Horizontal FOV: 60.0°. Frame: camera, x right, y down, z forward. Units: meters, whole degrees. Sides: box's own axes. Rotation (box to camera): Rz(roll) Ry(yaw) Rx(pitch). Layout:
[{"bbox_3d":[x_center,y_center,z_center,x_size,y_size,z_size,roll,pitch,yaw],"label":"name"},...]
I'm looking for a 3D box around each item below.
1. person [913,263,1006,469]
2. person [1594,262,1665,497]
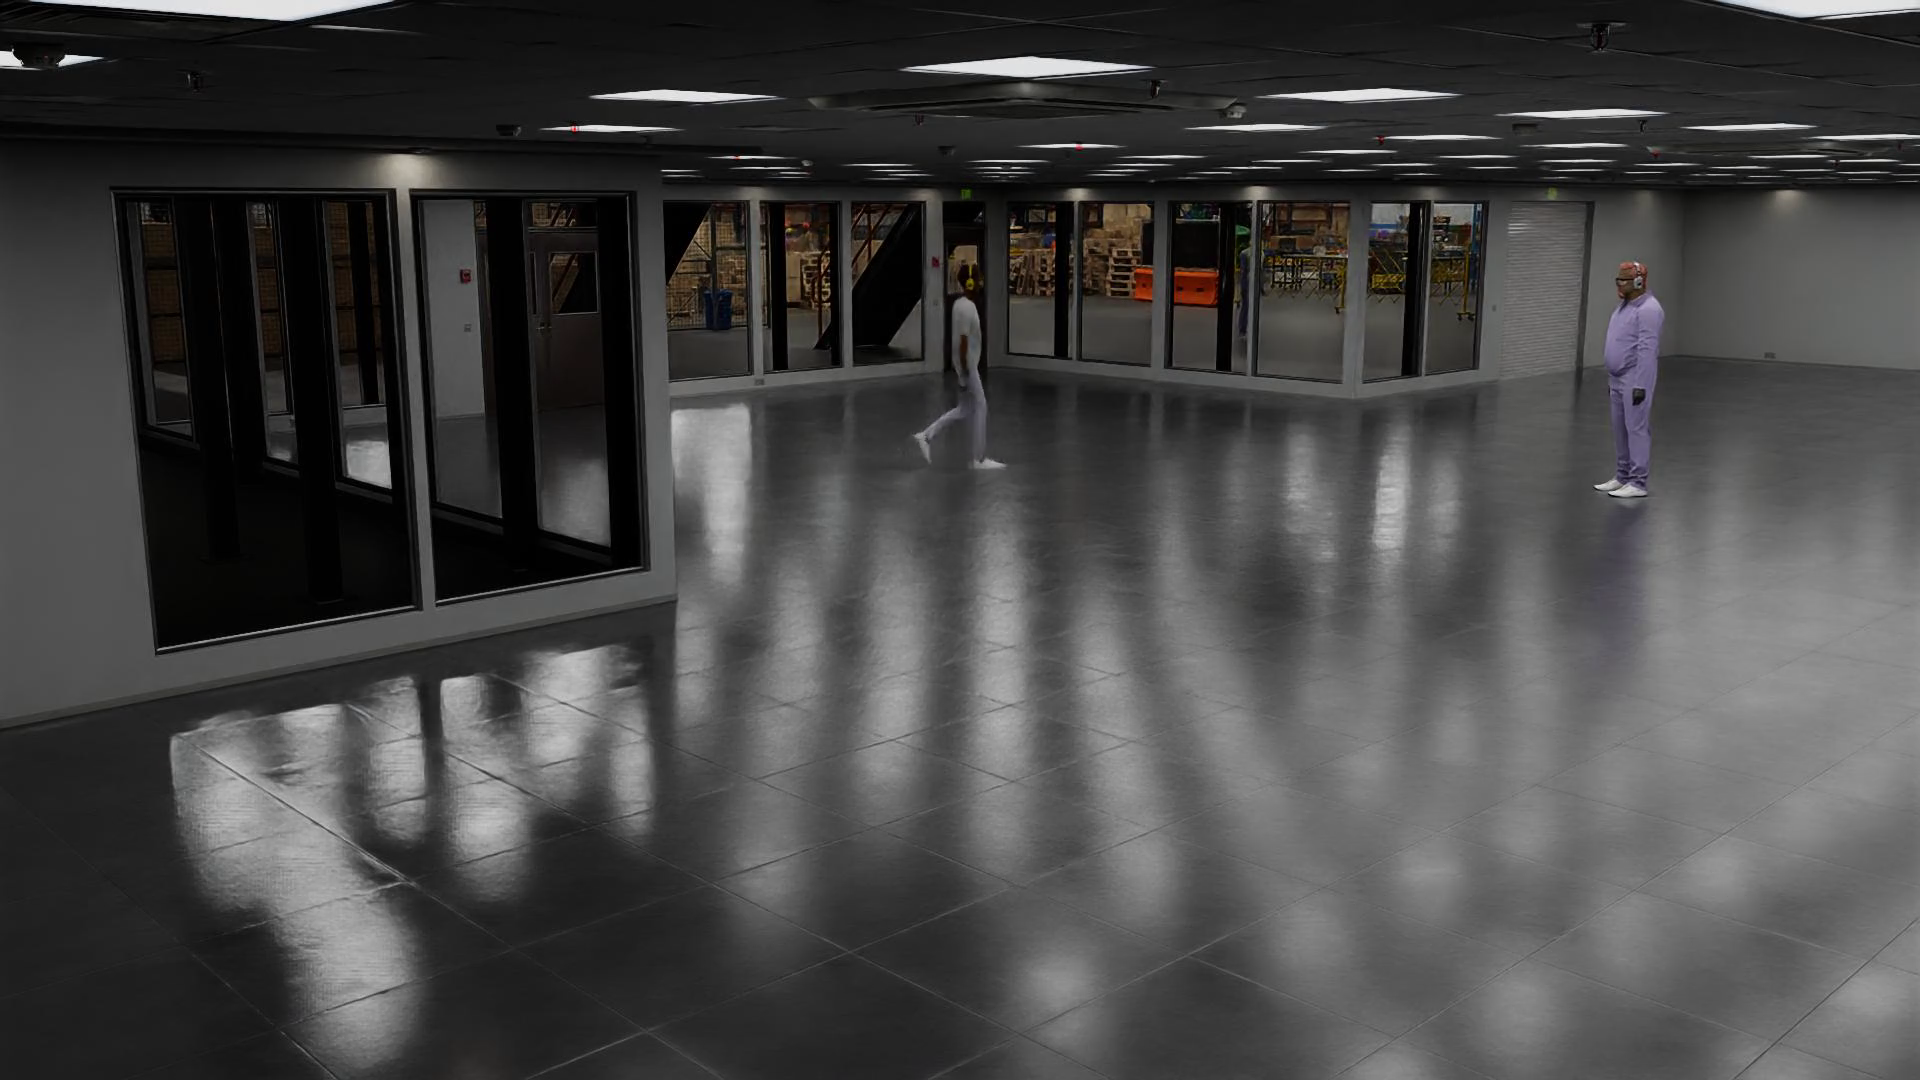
[{"bbox_3d":[-0.007,-1.538,14.824,0.760,1.852,0.522,-2,11,-8],"label":"person"},{"bbox_3d":[5.417,-1.297,13.503,0.397,1.900,0.635,-1,11,-3],"label":"person"}]
